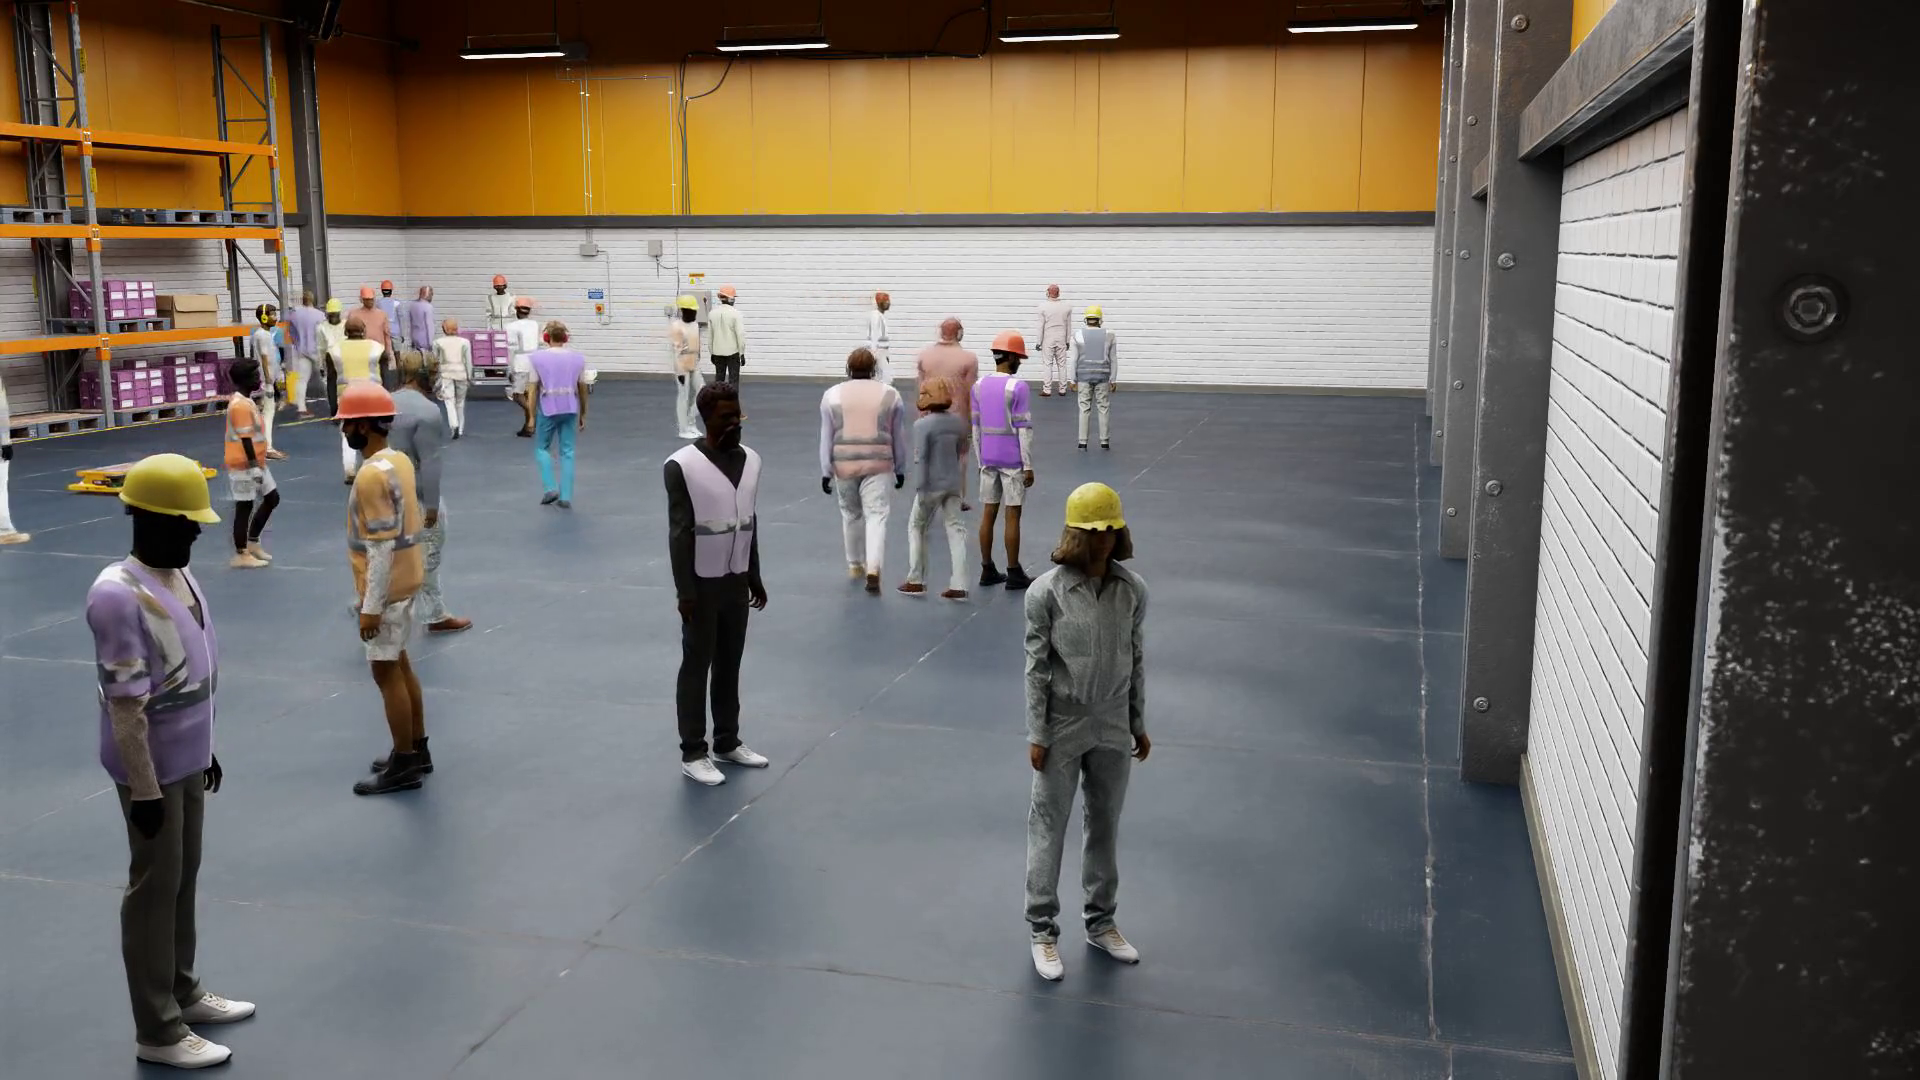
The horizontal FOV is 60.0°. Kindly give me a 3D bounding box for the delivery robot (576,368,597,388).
[{"bbox_3d":[-6.644,-2.846,28.807,0.707,0.478,0.477,-1,10,-7],"label":"delivery robot"}]

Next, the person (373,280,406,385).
[{"bbox_3d":[-10.482,-3.796,30.535,0.547,1.938,0.378,-3,10,-16],"label":"person"}]

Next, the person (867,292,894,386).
[{"bbox_3d":[-1.166,-2.803,25.120,0.609,1.859,0.607,1,10,6],"label":"person"}]

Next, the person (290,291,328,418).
[{"bbox_3d":[-9.697,-2.794,25.013,0.648,1.879,1.037,2,10,13],"label":"person"}]

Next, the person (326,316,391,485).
[{"bbox_3d":[-6.350,-1.455,17.620,0.632,1.826,0.446,-2,10,-14],"label":"person"}]

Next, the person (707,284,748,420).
[{"bbox_3d":[-3.423,-2.765,24.542,0.621,1.990,0.396,5,11,26],"label":"person"}]

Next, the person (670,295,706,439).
[{"bbox_3d":[-3.571,-2.281,22.018,0.455,1.909,0.622,4,11,24],"label":"person"}]

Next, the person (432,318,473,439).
[{"bbox_3d":[-6.770,-2.153,22.203,0.526,1.608,0.794,-5,11,-25],"label":"person"}]

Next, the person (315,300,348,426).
[{"bbox_3d":[-8.928,-2.550,23.923,0.598,1.788,0.930,-4,11,-24],"label":"person"}]

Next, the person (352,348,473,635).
[{"bbox_3d":[-3.562,-0.276,10.704,0.777,1.912,0.628,-9,14,-42],"label":"person"}]

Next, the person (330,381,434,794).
[{"bbox_3d":[-2.725,0.231,7.815,0.371,1.937,0.586,-1,10,-5],"label":"person"}]

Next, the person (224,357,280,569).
[{"bbox_3d":[-5.594,-0.597,13.131,0.412,1.677,0.546,-3,10,-15],"label":"person"}]

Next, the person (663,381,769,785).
[{"bbox_3d":[-1.174,0.190,8.016,0.395,1.920,0.587,7,12,34],"label":"person"}]

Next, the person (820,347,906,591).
[{"bbox_3d":[-0.728,-0.539,12.466,0.636,1.805,0.905,0,10,0],"label":"person"}]

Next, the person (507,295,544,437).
[{"bbox_3d":[-5.724,-2.289,22.119,0.636,1.909,0.550,9,13,40],"label":"person"}]

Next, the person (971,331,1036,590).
[{"bbox_3d":[0.345,-0.594,12.435,0.543,1.927,0.375,9,13,41],"label":"person"}]

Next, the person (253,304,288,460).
[{"bbox_3d":[-8.311,-1.898,19.998,0.310,1.863,0.533,-4,11,-23],"label":"person"}]

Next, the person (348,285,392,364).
[{"bbox_3d":[-8.978,-2.890,25.314,0.630,1.970,0.753,-5,11,-26],"label":"person"}]

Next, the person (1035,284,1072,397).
[{"bbox_3d":[1.586,-3.398,28.365,0.639,1.911,0.406,-3,11,-19],"label":"person"}]

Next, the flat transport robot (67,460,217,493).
[{"bbox_3d":[-8.694,-0.698,17.711,0.652,0.197,1.431,3,10,16],"label":"flat transport robot"}]

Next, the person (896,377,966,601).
[{"bbox_3d":[-0.206,-0.373,12.094,0.508,1.610,0.693,-9,13,-40],"label":"person"}]

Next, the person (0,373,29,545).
[{"bbox_3d":[-8.351,-0.865,14.223,0.633,1.843,0.429,3,11,19],"label":"person"}]

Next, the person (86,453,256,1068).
[{"bbox_3d":[-2.476,0.683,5.235,0.384,1.917,0.584,-1,10,-8],"label":"person"}]

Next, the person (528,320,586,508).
[{"bbox_3d":[-3.941,-1.223,16.263,0.612,1.827,0.509,-6,12,-30],"label":"person"}]

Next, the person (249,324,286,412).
[{"bbox_3d":[-10.471,-2.728,25.238,0.534,1.674,0.769,2,10,11],"label":"person"}]

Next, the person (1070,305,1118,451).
[{"bbox_3d":[1.665,-2.020,20.785,0.601,1.827,0.404,0,10,-1],"label":"person"}]

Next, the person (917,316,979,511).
[{"bbox_3d":[-0.121,-1.183,15.884,0.656,1.895,0.545,5,11,27],"label":"person"}]

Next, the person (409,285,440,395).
[{"bbox_3d":[-9.179,-3.412,28.505,0.735,1.880,0.450,9,13,42],"label":"person"}]

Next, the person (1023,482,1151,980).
[{"bbox_3d":[0.453,0.661,5.846,0.483,1.745,0.299,-5,11,-25],"label":"person"}]

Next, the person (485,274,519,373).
[{"bbox_3d":[-8.550,-3.940,31.101,0.611,2.032,0.411,-1,10,-6],"label":"person"}]
